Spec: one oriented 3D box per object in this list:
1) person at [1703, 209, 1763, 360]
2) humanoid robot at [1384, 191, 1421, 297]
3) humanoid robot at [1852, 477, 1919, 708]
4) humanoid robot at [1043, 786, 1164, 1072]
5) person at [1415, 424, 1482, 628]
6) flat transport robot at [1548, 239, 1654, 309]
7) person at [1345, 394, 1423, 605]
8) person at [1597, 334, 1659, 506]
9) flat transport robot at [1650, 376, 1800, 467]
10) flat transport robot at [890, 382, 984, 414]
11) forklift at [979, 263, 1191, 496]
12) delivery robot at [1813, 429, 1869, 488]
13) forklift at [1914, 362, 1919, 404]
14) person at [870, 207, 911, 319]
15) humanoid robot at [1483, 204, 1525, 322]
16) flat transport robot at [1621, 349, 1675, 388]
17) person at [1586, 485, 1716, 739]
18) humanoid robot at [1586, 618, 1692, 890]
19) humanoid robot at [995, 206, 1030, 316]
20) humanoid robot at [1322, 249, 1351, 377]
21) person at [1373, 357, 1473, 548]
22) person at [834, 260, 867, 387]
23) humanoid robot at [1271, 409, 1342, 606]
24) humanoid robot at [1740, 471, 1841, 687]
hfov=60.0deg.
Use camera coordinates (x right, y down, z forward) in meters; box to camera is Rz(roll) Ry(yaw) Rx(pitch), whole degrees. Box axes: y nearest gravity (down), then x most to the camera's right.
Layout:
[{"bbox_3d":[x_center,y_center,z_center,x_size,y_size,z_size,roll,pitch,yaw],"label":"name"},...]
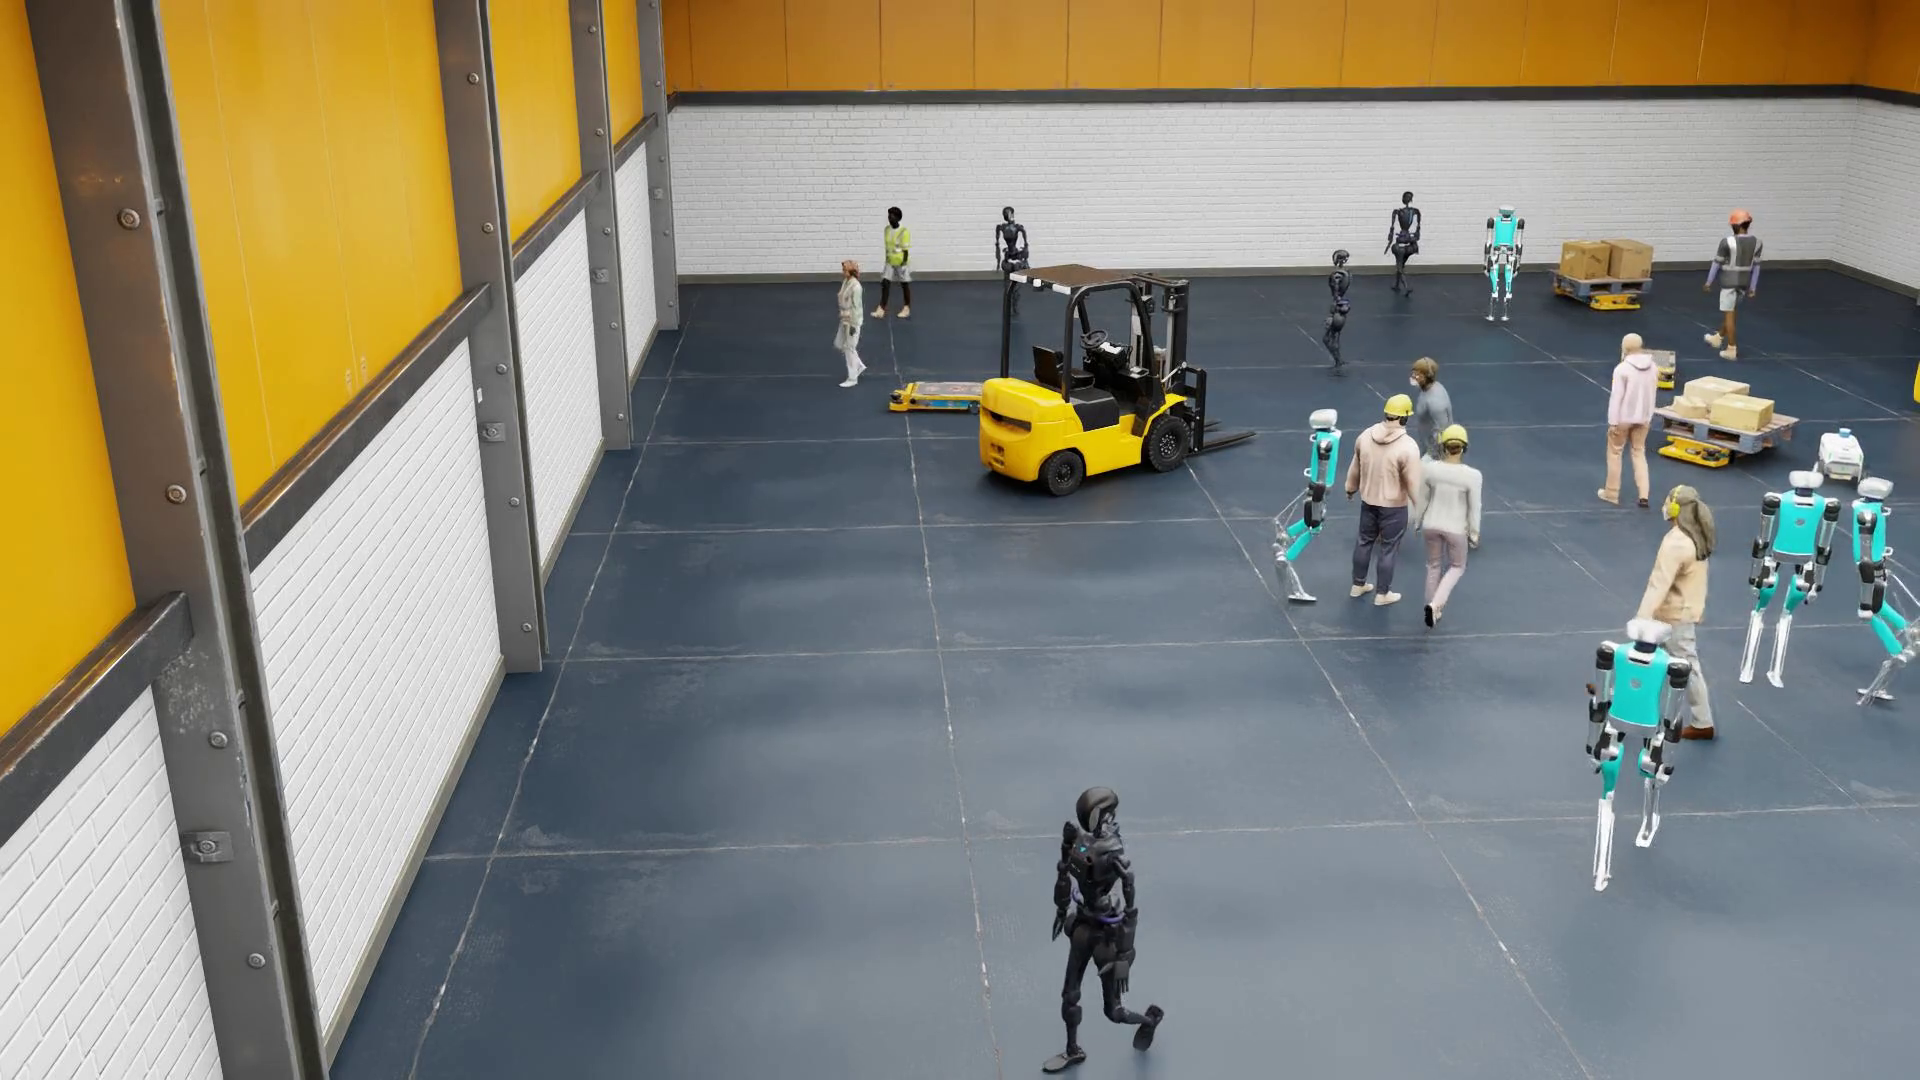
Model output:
[{"bbox_3d":[10.488,-3.513,22.719,0.599,1.989,0.977,-4,21,-12],"label":"person"},{"bbox_3d":[7.125,-4.723,26.536,0.609,1.643,0.783,-7,21,-17],"label":"humanoid robot"},{"bbox_3d":[6.914,0.436,12.322,0.755,1.776,0.544,12,23,29],"label":"humanoid robot"},{"bbox_3d":[0.746,1.927,8.375,0.641,1.631,0.590,-14,24,-33],"label":"humanoid robot"},{"bbox_3d":[3.991,-0.084,13.726,0.558,1.735,0.523,14,24,34],"label":"person"},{"bbox_3d":[10.006,-3.847,26.110,0.659,0.231,1.431,-3,20,-9],"label":"flat transport robot"},{"bbox_3d":[3.631,-0.342,14.259,0.434,1.855,0.821,-17,26,-39],"label":"person"},{"bbox_3d":[6.768,-1.183,16.692,0.558,1.752,0.582,-5,21,-13],"label":"person"},{"bbox_3d":[8.512,-1.088,18.591,1.431,0.231,0.659,-15,25,-35],"label":"flat transport robot"},{"bbox_3d":[-0.118,-1.746,20.383,1.431,0.231,0.659,1,20,3],"label":"flat transport robot"},{"bbox_3d":[1.315,-1.764,17.646,2.313,2.155,1.214,-14,24,-33],"label":"forklift"},{"bbox_3d":[9.308,-0.859,17.580,0.499,0.614,0.803,7,21,19],"label":"delivery robot"},{"bbox_3d":[12.602,-2.435,19.475,2.313,2.155,1.214,-1,20,-4],"label":"forklift"},{"bbox_3d":[-1.025,-4.101,24.751,0.551,1.663,0.769,17,26,38],"label":"person"},{"bbox_3d":[7.888,-3.992,24.178,0.533,1.677,0.735,5,21,13],"label":"humanoid robot"},{"bbox_3d":[9.008,-2.265,21.798,0.659,0.231,1.431,8,22,20],"label":"flat transport robot"},{"bbox_3d":[5.096,0.511,11.995,0.990,1.819,0.675,16,25,37],"label":"person"},{"bbox_3d":[4.200,1.223,10.225,0.530,1.780,0.992,14,24,34],"label":"humanoid robot"},{"bbox_3d":[0.852,-4.252,25.197,0.605,1.636,0.595,11,23,26],"label":"humanoid robot"},{"bbox_3d":[4.909,-2.948,21.624,0.375,1.648,0.589,7,21,18],"label":"humanoid robot"},{"bbox_3d":[4.383,-0.794,15.488,1.093,1.859,0.695,5,21,13],"label":"person"},{"bbox_3d":[-1.409,-2.751,21.137,0.365,1.624,0.542,-8,21,-20],"label":"person"},{"bbox_3d":[2.853,-0.208,14.224,0.715,1.900,0.536,6,21,15],"label":"humanoid robot"},{"bbox_3d":[6.309,0.259,12.753,0.532,1.769,0.695,6,21,17],"label":"humanoid robot"}]
